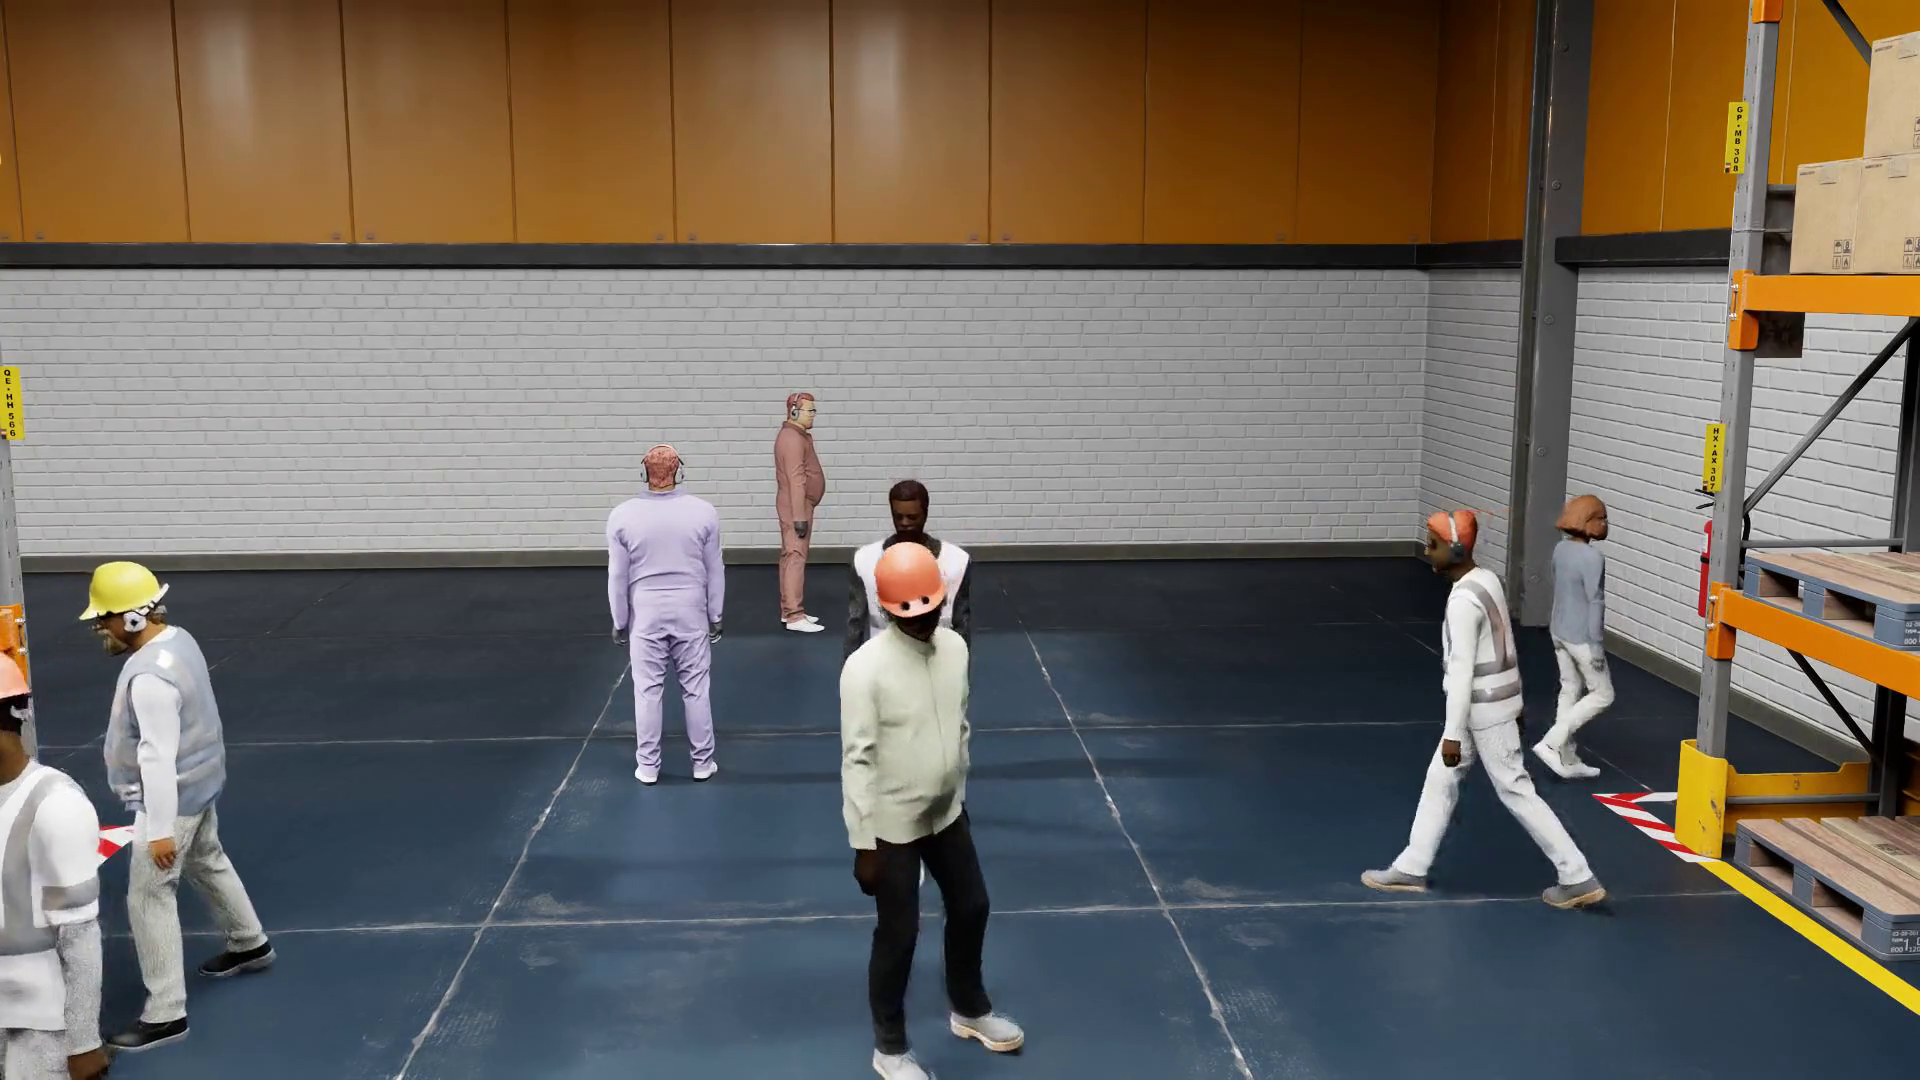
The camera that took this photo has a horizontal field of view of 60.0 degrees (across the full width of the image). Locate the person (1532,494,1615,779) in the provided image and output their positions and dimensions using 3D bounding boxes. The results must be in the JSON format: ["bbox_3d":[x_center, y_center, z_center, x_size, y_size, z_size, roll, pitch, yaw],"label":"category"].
[{"bbox_3d":[3.436,0.551,9.273,0.372,1.620,0.529,-1,9,-7],"label":"person"}]

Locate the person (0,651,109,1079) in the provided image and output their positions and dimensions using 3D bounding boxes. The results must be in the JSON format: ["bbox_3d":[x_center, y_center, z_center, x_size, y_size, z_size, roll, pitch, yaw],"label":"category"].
[{"bbox_3d":[-2.442,1.218,4.344,0.583,1.889,0.623,5,10,29],"label":"person"}]

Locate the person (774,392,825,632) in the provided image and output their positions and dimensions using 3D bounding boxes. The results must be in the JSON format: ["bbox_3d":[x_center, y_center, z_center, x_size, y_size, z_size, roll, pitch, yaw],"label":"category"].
[{"bbox_3d":[-1.277,-0.227,13.317,0.400,1.905,0.643,-1,9,-9],"label":"person"}]

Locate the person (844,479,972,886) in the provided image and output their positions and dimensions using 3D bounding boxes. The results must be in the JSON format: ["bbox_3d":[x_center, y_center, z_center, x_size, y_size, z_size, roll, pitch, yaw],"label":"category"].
[{"bbox_3d":[-0.247,0.623,8.065,0.606,1.884,0.945,1,9,5],"label":"person"}]

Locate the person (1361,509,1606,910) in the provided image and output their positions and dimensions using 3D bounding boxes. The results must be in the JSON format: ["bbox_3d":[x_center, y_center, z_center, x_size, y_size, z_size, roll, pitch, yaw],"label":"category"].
[{"bbox_3d":[2.393,0.763,7.420,1.051,1.816,0.588,3,10,20],"label":"person"}]

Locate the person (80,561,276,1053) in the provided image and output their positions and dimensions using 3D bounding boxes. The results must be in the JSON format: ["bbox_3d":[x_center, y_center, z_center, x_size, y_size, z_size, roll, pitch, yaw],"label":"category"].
[{"bbox_3d":[-2.990,0.952,6.302,0.488,1.798,0.718,-2,9,-14],"label":"person"}]

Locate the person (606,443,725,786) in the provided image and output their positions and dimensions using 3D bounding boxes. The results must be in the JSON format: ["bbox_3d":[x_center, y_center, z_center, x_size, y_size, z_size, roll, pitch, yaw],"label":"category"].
[{"bbox_3d":[-1.628,0.416,9.263,0.639,1.911,0.406,-2,9,-10],"label":"person"}]

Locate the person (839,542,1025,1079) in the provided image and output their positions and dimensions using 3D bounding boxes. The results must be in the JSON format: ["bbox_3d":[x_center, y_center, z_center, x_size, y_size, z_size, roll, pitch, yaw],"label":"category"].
[{"bbox_3d":[-0.140,0.954,5.741,0.419,1.957,0.740,7,12,39],"label":"person"}]
